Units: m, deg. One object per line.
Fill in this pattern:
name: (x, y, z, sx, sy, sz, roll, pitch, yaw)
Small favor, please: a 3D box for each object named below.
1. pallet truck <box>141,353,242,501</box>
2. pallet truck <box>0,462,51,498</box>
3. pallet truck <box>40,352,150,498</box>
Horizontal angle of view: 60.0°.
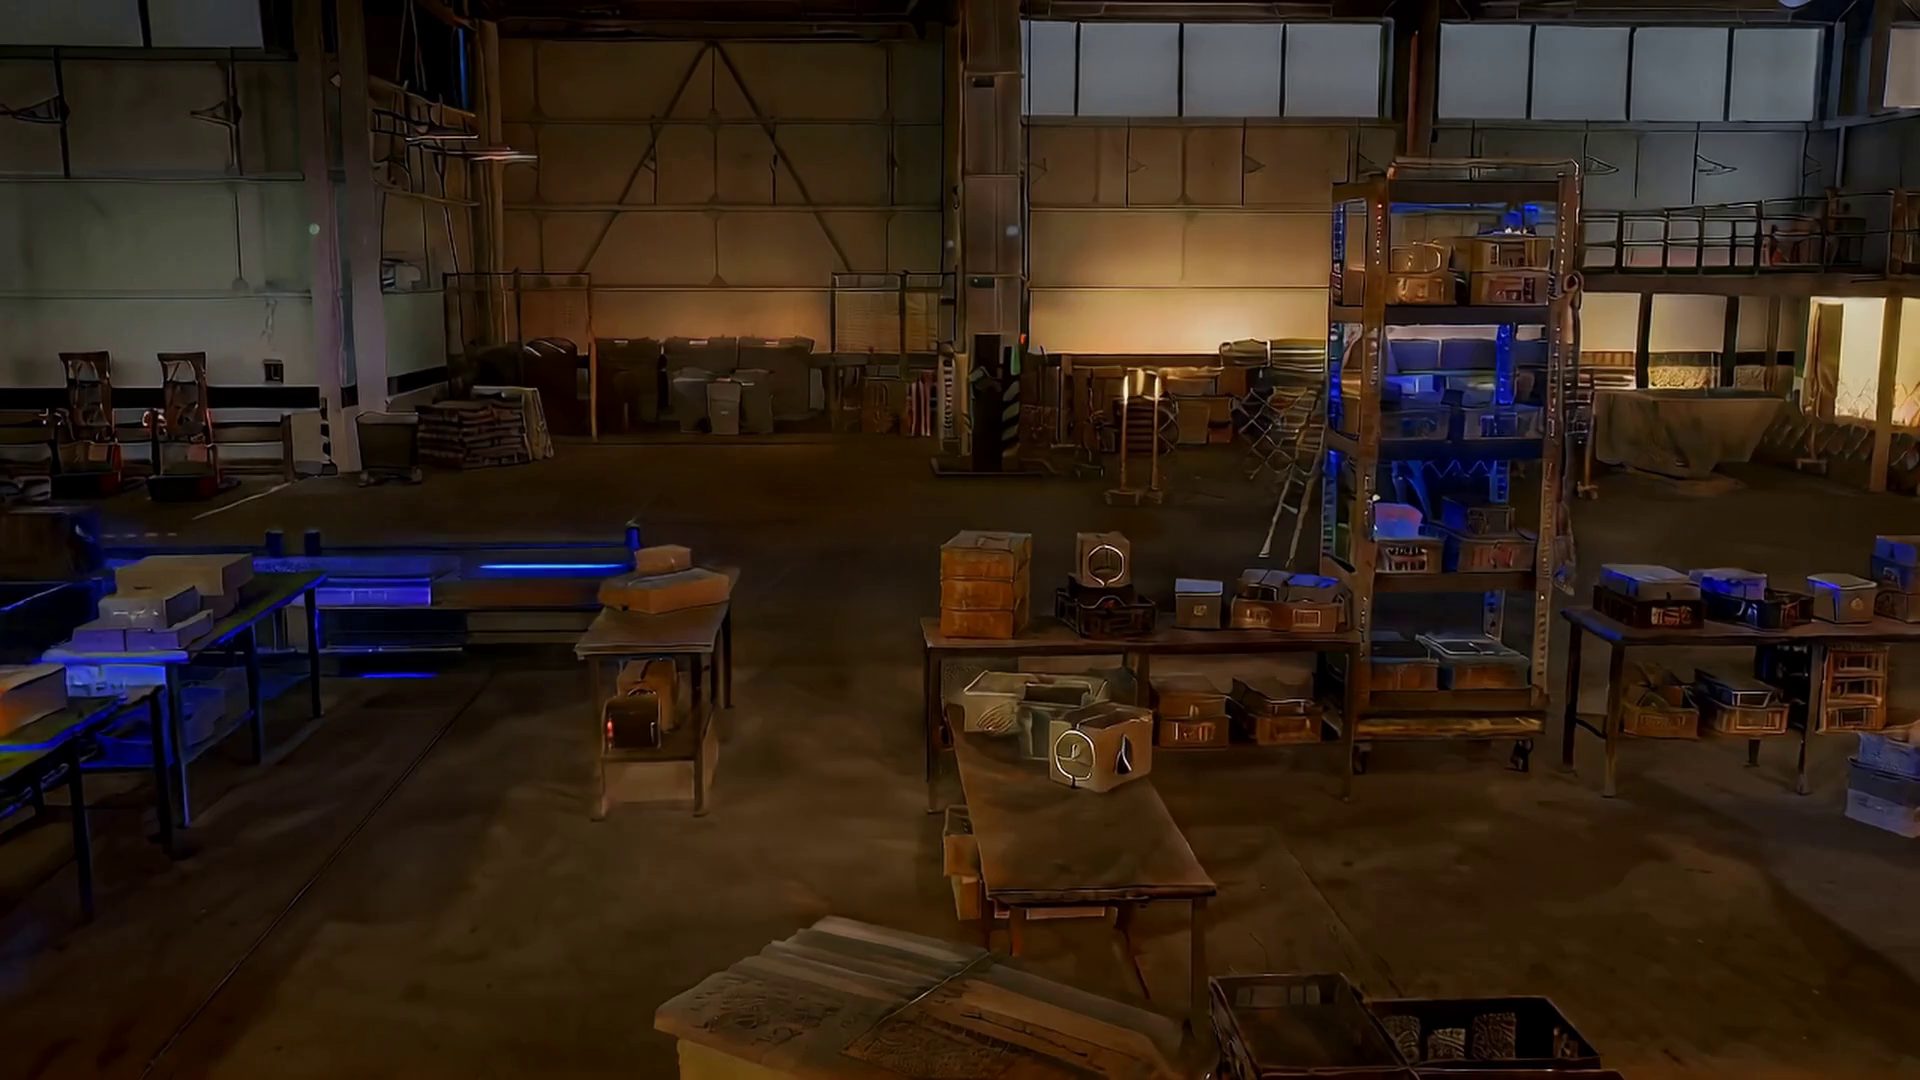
pallet truck: (-10.520, -1.604, 22.925, 0.823, 1.965, 1.885, -1, 9, -6)
pallet truck: (-13.193, -1.293, 23.148, 0.653, 1.274, 1.630, -1, 9, -4)
pallet truck: (-11.907, -1.642, 23.165, 0.823, 1.965, 1.885, 0, 9, 0)
